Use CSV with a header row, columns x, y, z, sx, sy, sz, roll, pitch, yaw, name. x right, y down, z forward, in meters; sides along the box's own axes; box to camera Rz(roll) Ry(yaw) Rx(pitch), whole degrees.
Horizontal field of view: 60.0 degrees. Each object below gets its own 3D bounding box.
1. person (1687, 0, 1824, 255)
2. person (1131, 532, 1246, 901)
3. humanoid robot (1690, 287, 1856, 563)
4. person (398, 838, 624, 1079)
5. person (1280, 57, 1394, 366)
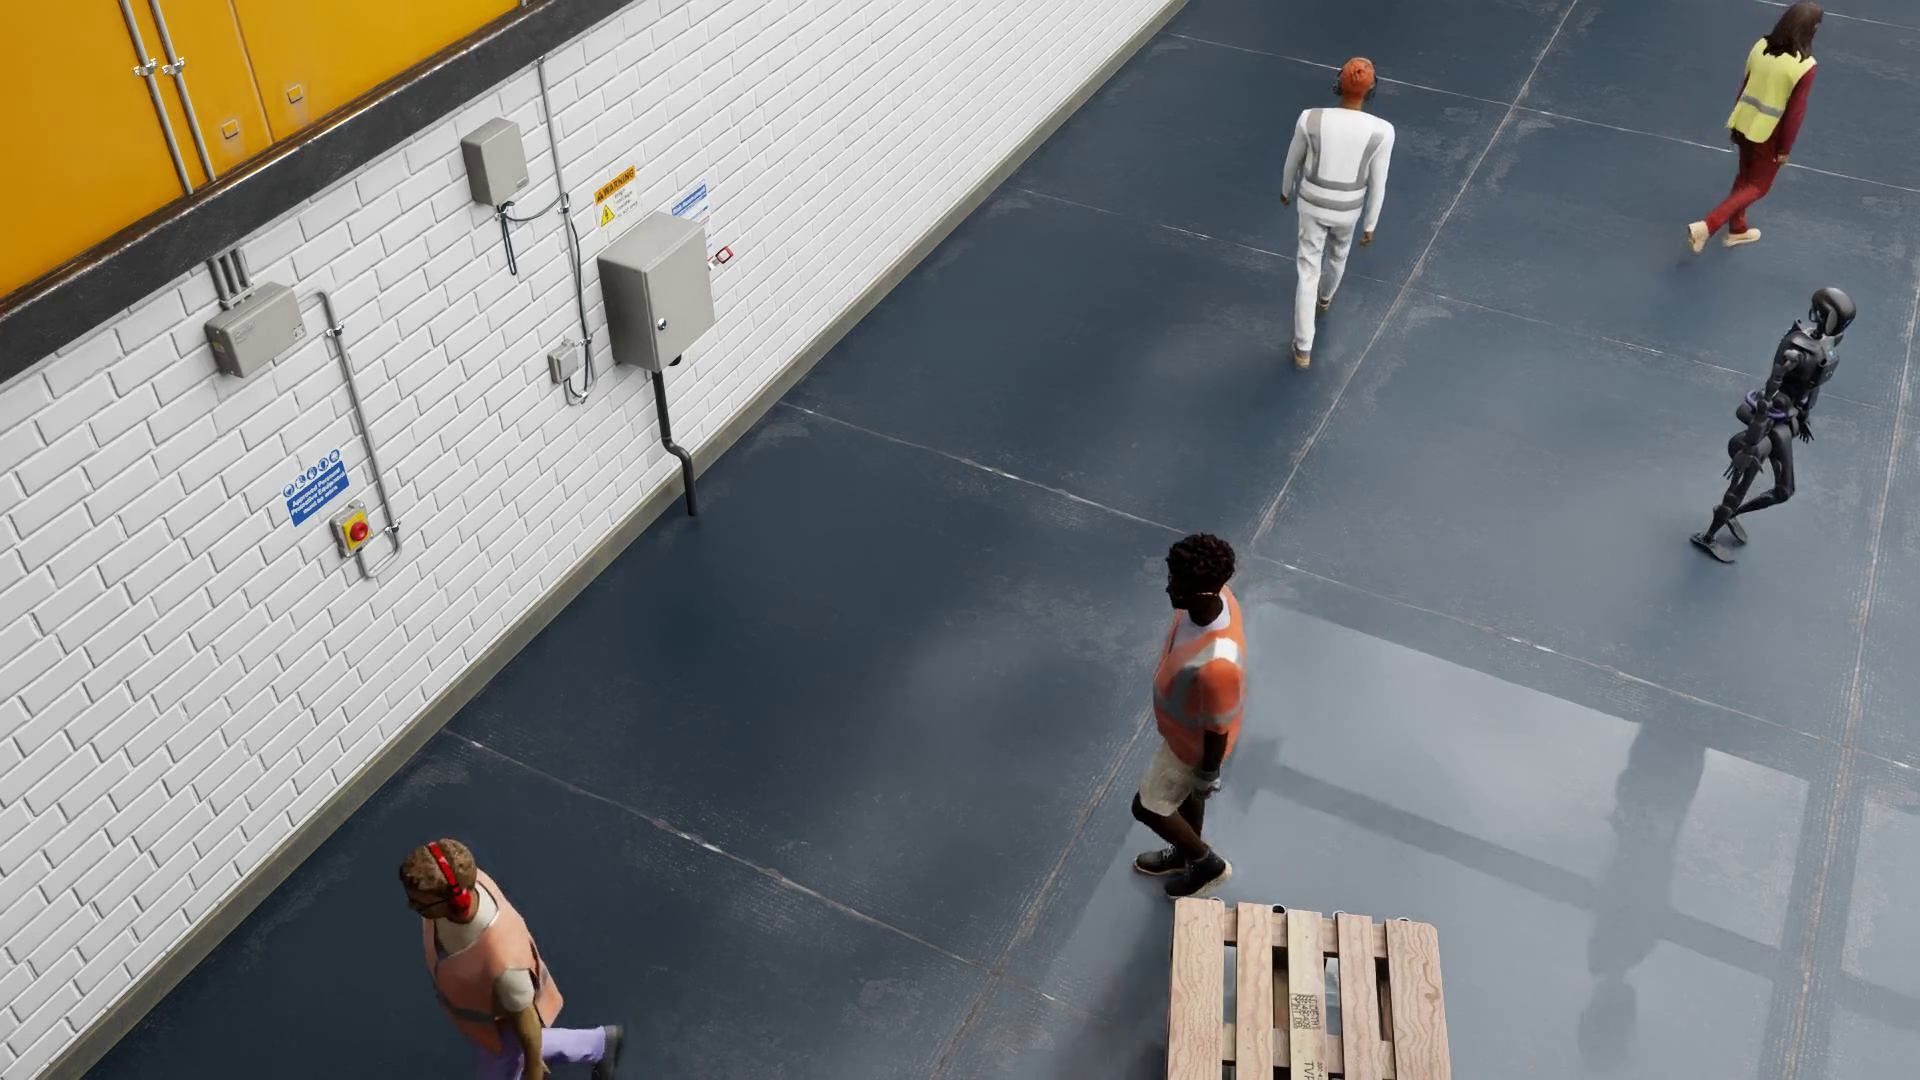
x,y,z,sx,sy,sz,roll,pitch,yaw,name
5.153,-2.625,10.752,0.680,1.749,0.471,-16,43,-17,person
0.909,0.734,6.705,0.431,1.951,0.607,2,41,3,person
4.114,-0.569,8.413,0.611,1.646,0.346,-27,48,-28,humanoid robot
-1.574,1.615,5.777,0.741,1.821,0.571,-28,48,-28,person
2.223,-2.030,9.990,0.593,1.831,0.980,7,41,8,person
